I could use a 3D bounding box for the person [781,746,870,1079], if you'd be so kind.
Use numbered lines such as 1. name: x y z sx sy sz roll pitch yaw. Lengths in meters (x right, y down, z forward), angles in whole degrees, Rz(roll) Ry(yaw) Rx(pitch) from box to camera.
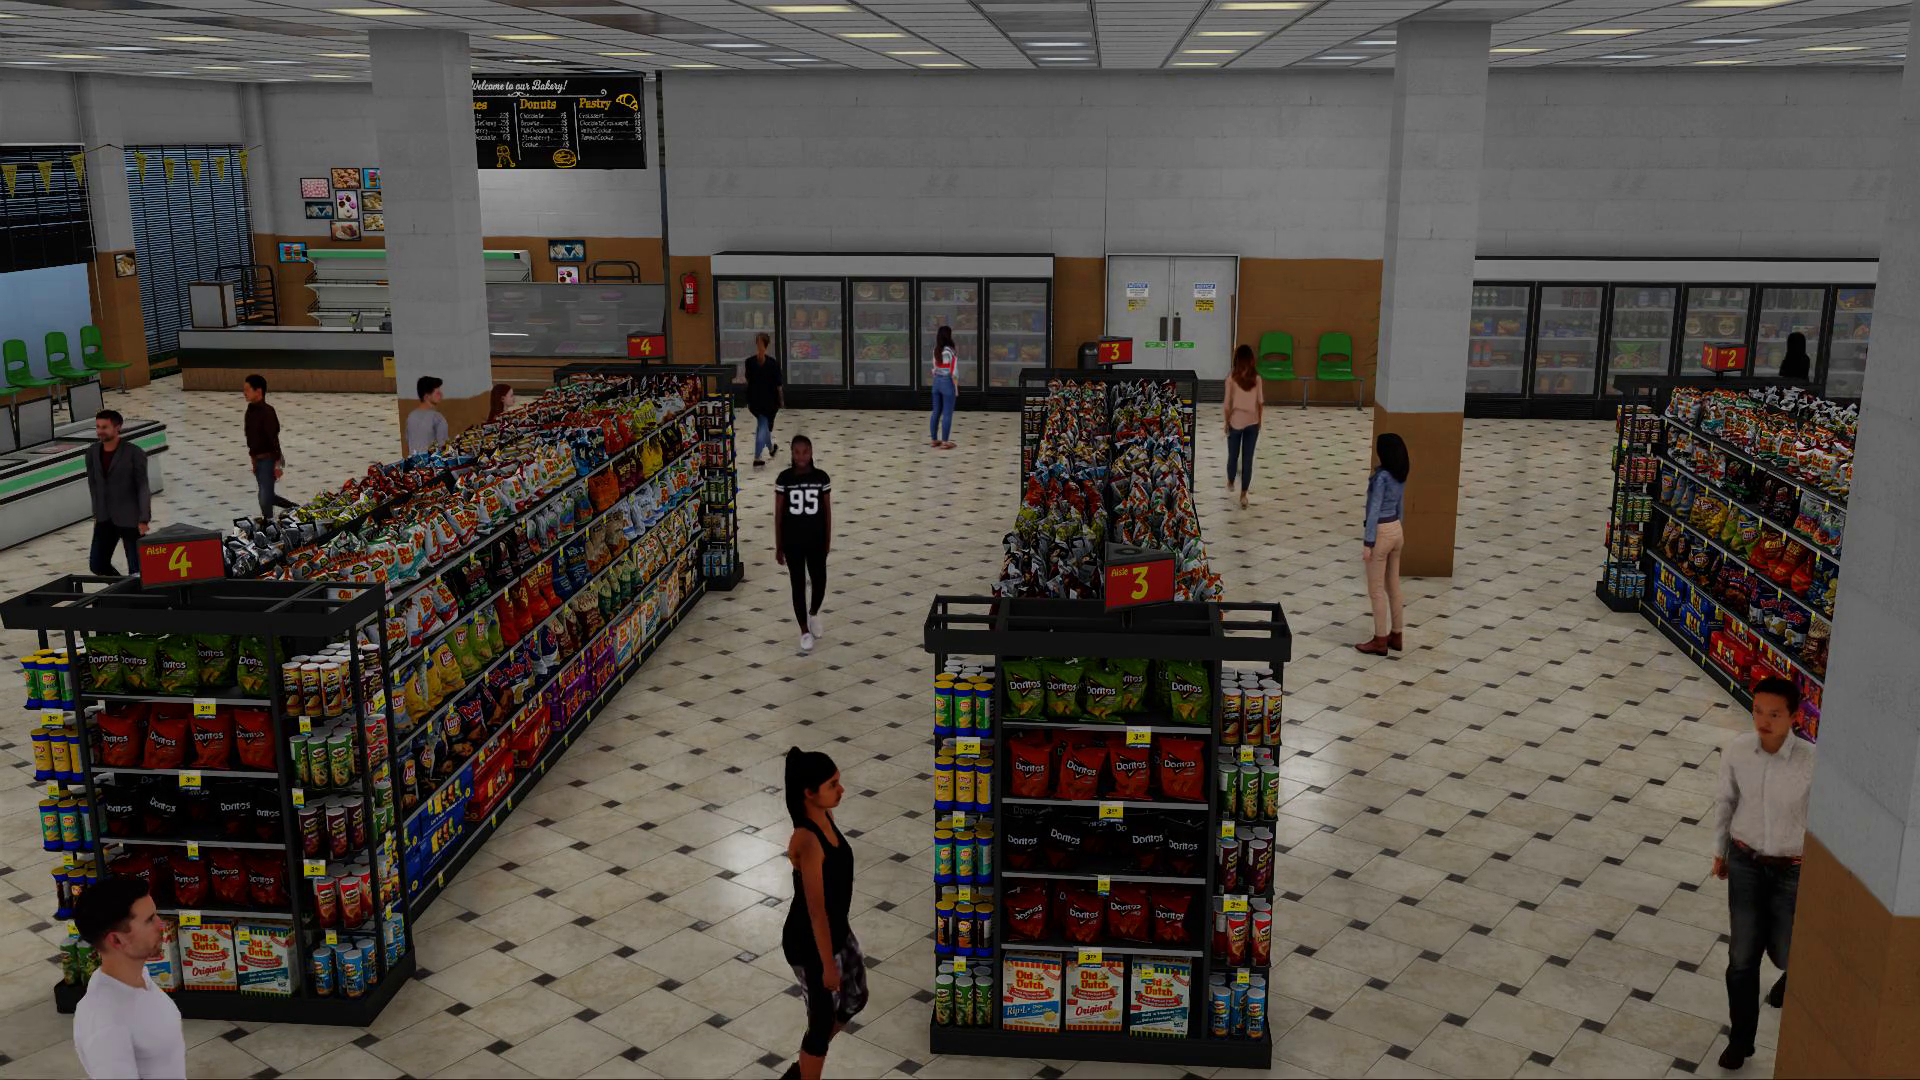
1. person: -0.649 1.630 6.816 0.649 1.653 0.512 1 14 4

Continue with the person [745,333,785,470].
1. person: -2.456 -1.677 20.480 0.792 1.640 1.130 4 14 16

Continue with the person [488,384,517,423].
1. person: -4.327 -0.620 15.869 0.727 1.759 0.604 -6 15 -25

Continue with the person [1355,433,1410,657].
1. person: 3.372 0.025 13.189 0.697 1.769 0.765 -12 18 -41

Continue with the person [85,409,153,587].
1. person: -6.943 -0.181 13.841 0.691 1.862 0.631 1 14 6

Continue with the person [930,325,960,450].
1. person: -0.217 -2.025 21.982 0.691 1.607 0.731 13 18 42

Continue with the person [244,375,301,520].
1. person: -6.752 -0.757 16.433 1.018 1.759 1.132 12 18 41

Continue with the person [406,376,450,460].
1. person: -4.939 -0.584 15.474 0.931 1.875 0.843 4 14 18

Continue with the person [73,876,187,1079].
1. person: -2.612 1.942 5.168 0.956 1.824 1.137 -3 14 -13

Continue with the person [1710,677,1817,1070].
1. person: 3.626 1.438 7.348 1.131 1.775 1.033 -13 19 -42

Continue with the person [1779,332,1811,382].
1. person: 10.674 -1.839 21.208 0.948 1.611 1.055 -8 16 -31

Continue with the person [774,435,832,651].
1. person: -1.264 0.010 13.361 0.689 1.717 0.756 -2 14 -9

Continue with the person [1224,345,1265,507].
1. person: 3.161 -1.241 18.455 0.612 1.746 1.074 1 14 6
